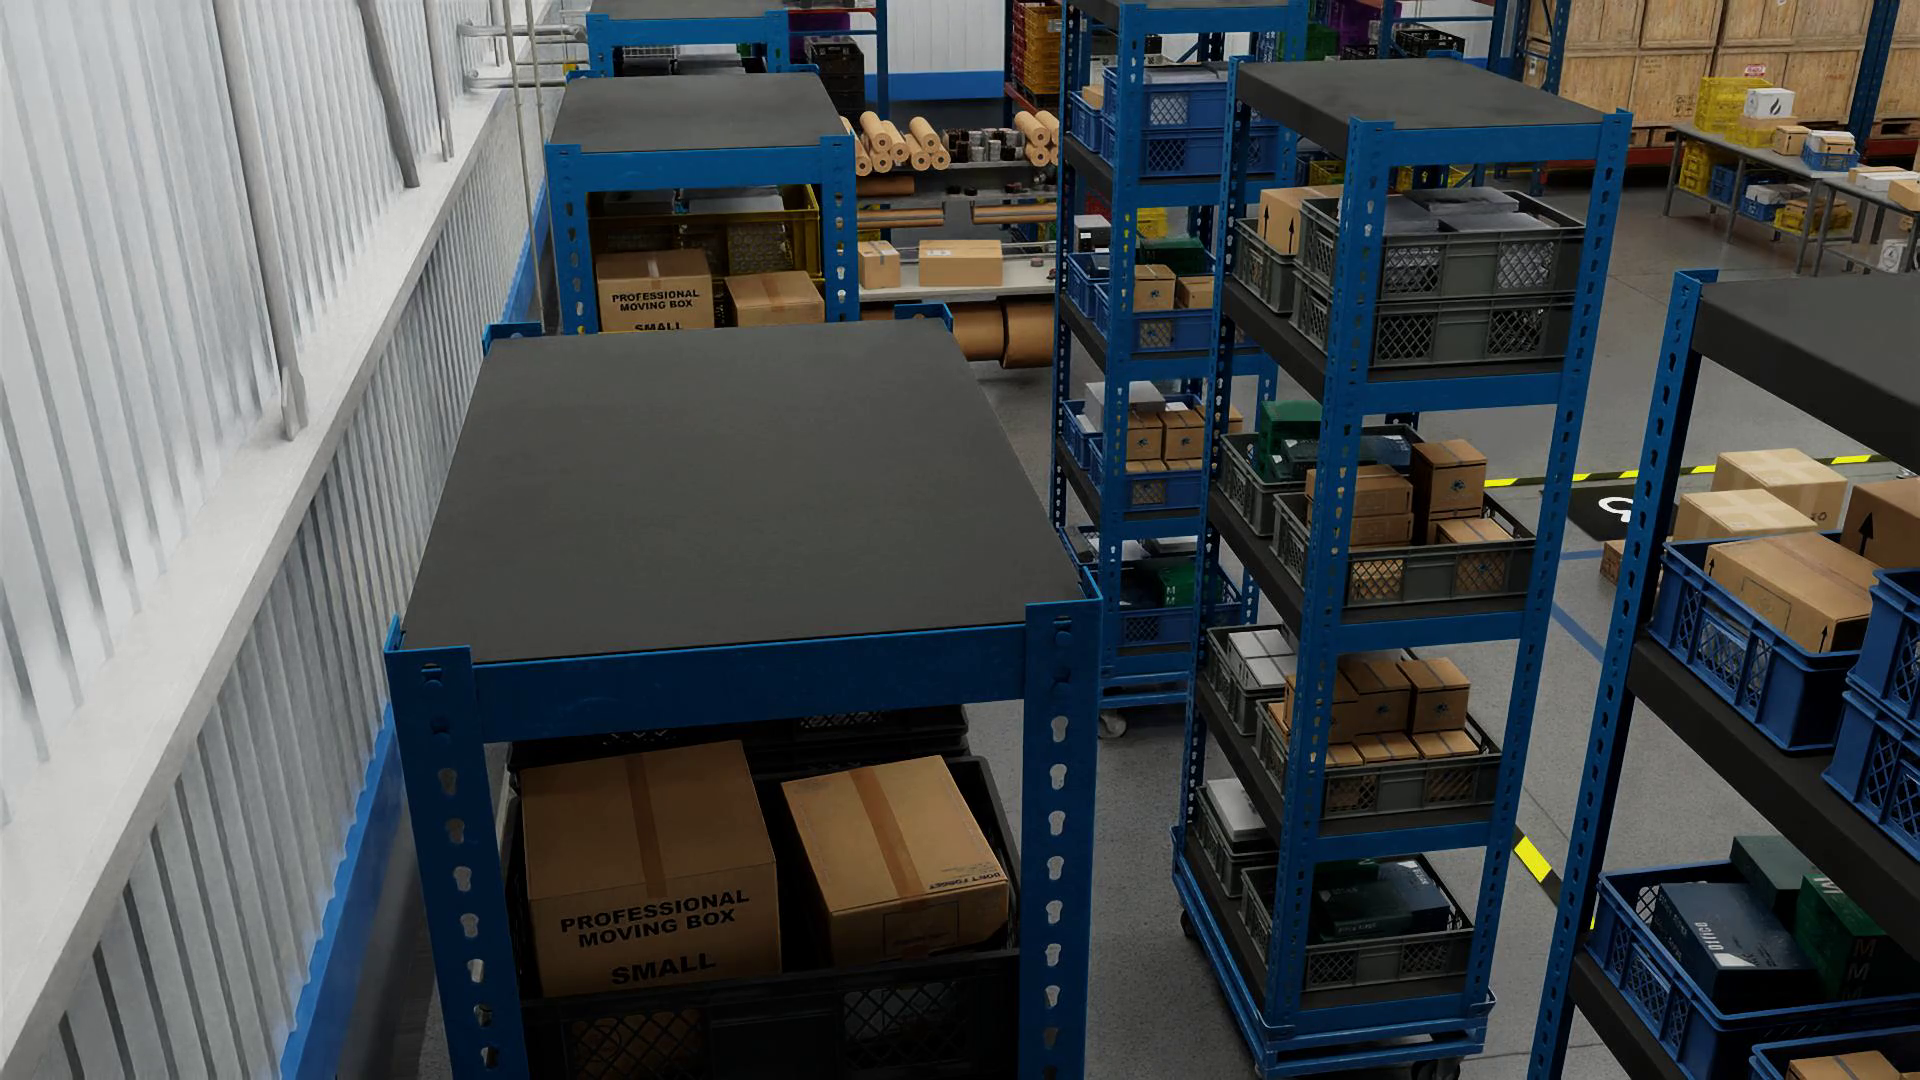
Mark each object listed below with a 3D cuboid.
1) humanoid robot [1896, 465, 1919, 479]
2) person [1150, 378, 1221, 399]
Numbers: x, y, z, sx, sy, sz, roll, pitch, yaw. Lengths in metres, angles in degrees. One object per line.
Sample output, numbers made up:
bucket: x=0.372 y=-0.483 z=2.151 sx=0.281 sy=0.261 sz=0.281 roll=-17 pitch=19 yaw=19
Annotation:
humanoid robot: x=6.425 y=-1.146 z=10.867 sx=0.735 sy=1.681 sz=0.533 roll=-11 pitch=27 yaw=-22
person: x=1.433 y=-1.169 z=11.046 sx=0.612 sy=1.776 sz=0.882 roll=2 pitch=25 yaw=3
